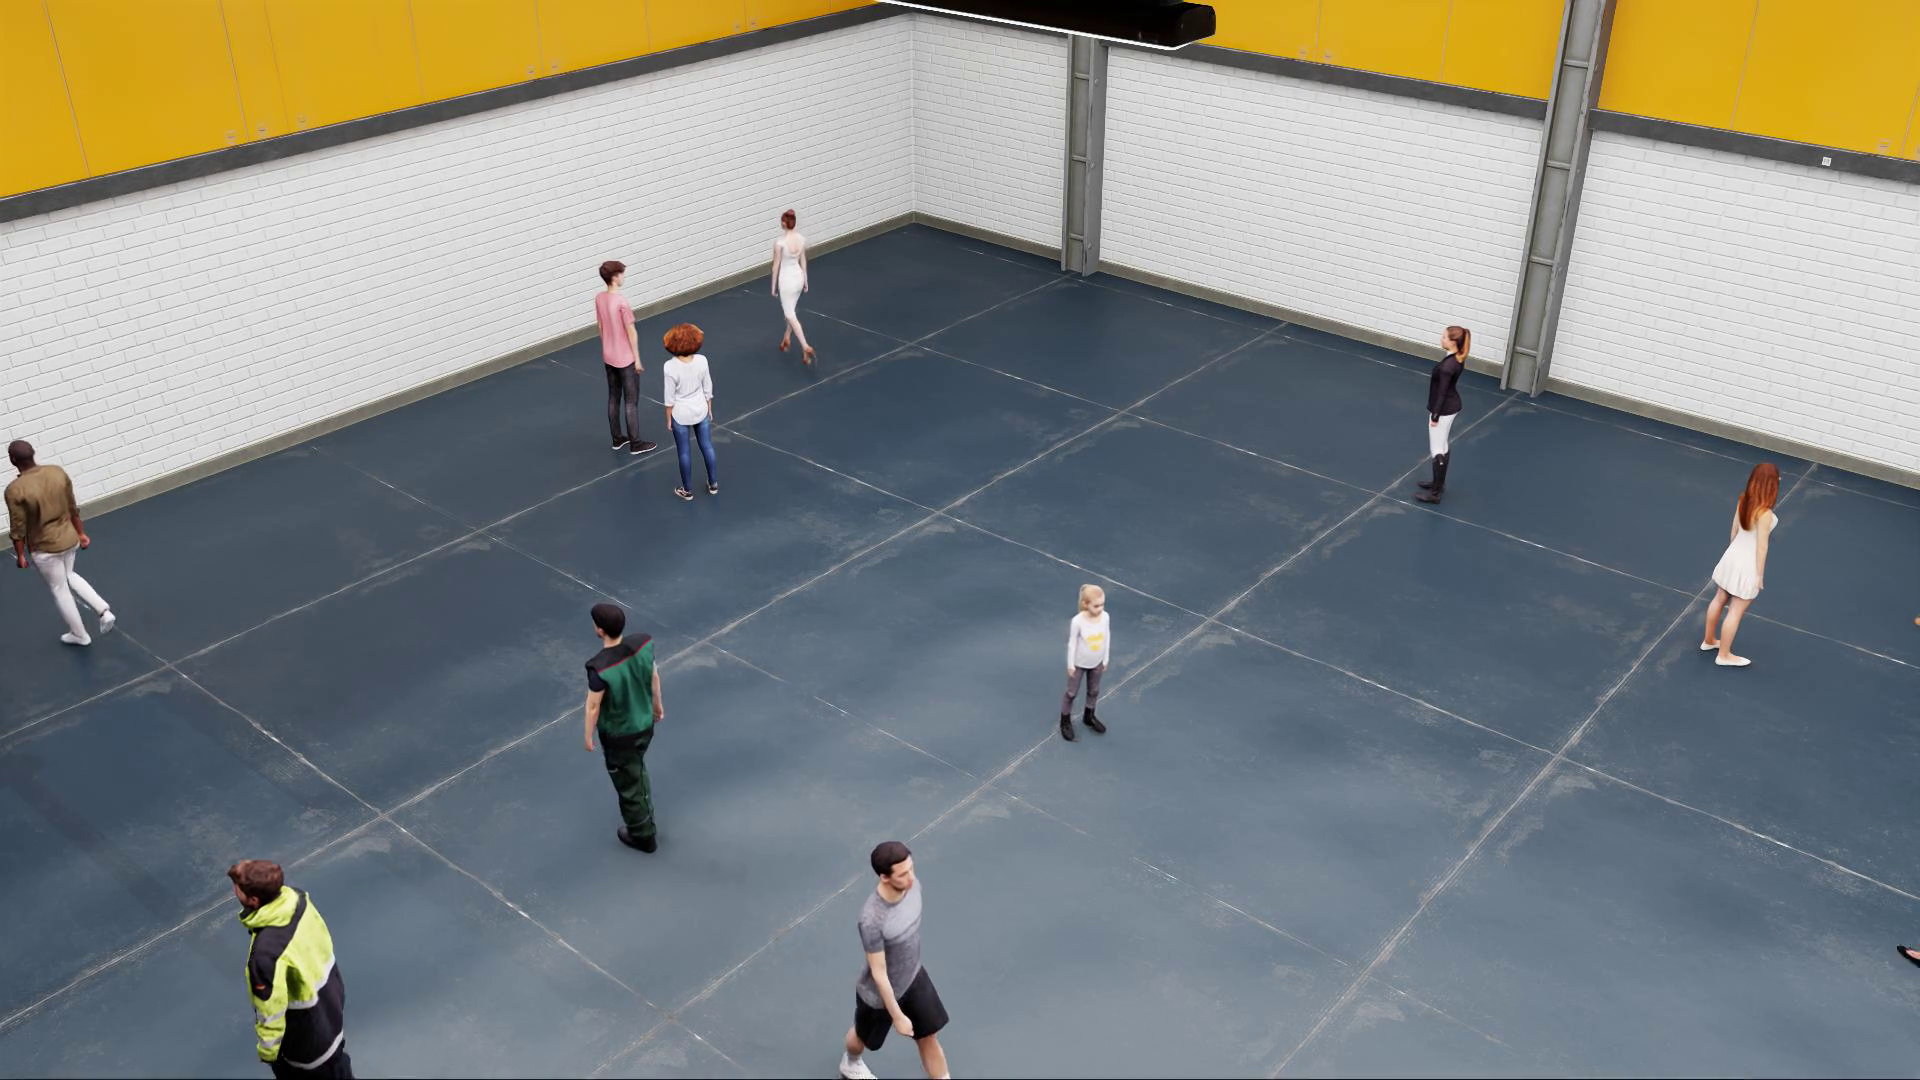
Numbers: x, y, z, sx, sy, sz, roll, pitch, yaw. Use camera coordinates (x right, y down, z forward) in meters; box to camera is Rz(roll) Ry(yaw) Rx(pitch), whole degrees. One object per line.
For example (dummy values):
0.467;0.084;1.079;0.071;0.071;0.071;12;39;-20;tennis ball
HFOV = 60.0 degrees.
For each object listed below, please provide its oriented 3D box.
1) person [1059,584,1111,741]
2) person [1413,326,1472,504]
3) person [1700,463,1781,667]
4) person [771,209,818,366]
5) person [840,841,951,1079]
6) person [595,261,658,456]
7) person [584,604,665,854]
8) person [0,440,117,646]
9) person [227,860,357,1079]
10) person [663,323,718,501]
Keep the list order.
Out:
0.915;0.878;12.200;0.574;1.268;0.606;-11;31;-19;person
4.506;-1.183;15.498;0.592;1.728;0.594;14;32;25;person
6.132;0.175;13.026;0.706;1.712;0.642;-3;29;-6;person
-1.825;-2.751;18.339;0.696;1.761;1.030;-23;36;-35;person
-0.456;2.342;8.932;1.179;1.828;0.636;22;35;34;person
-3.359;-1.794;16.376;0.500;1.960;0.700;19;34;31;person
-2.122;1.252;10.865;0.685;1.891;0.736;19;34;31;person
-7.100;0.061;13.131;0.875;1.810;0.847;11;30;19;person
-3.324;2.432;8.629;1.071;1.959;1.010;-3;29;-5;person
-2.526;-1.207;15.558;0.727;1.713;0.734;-13;31;-23;person
